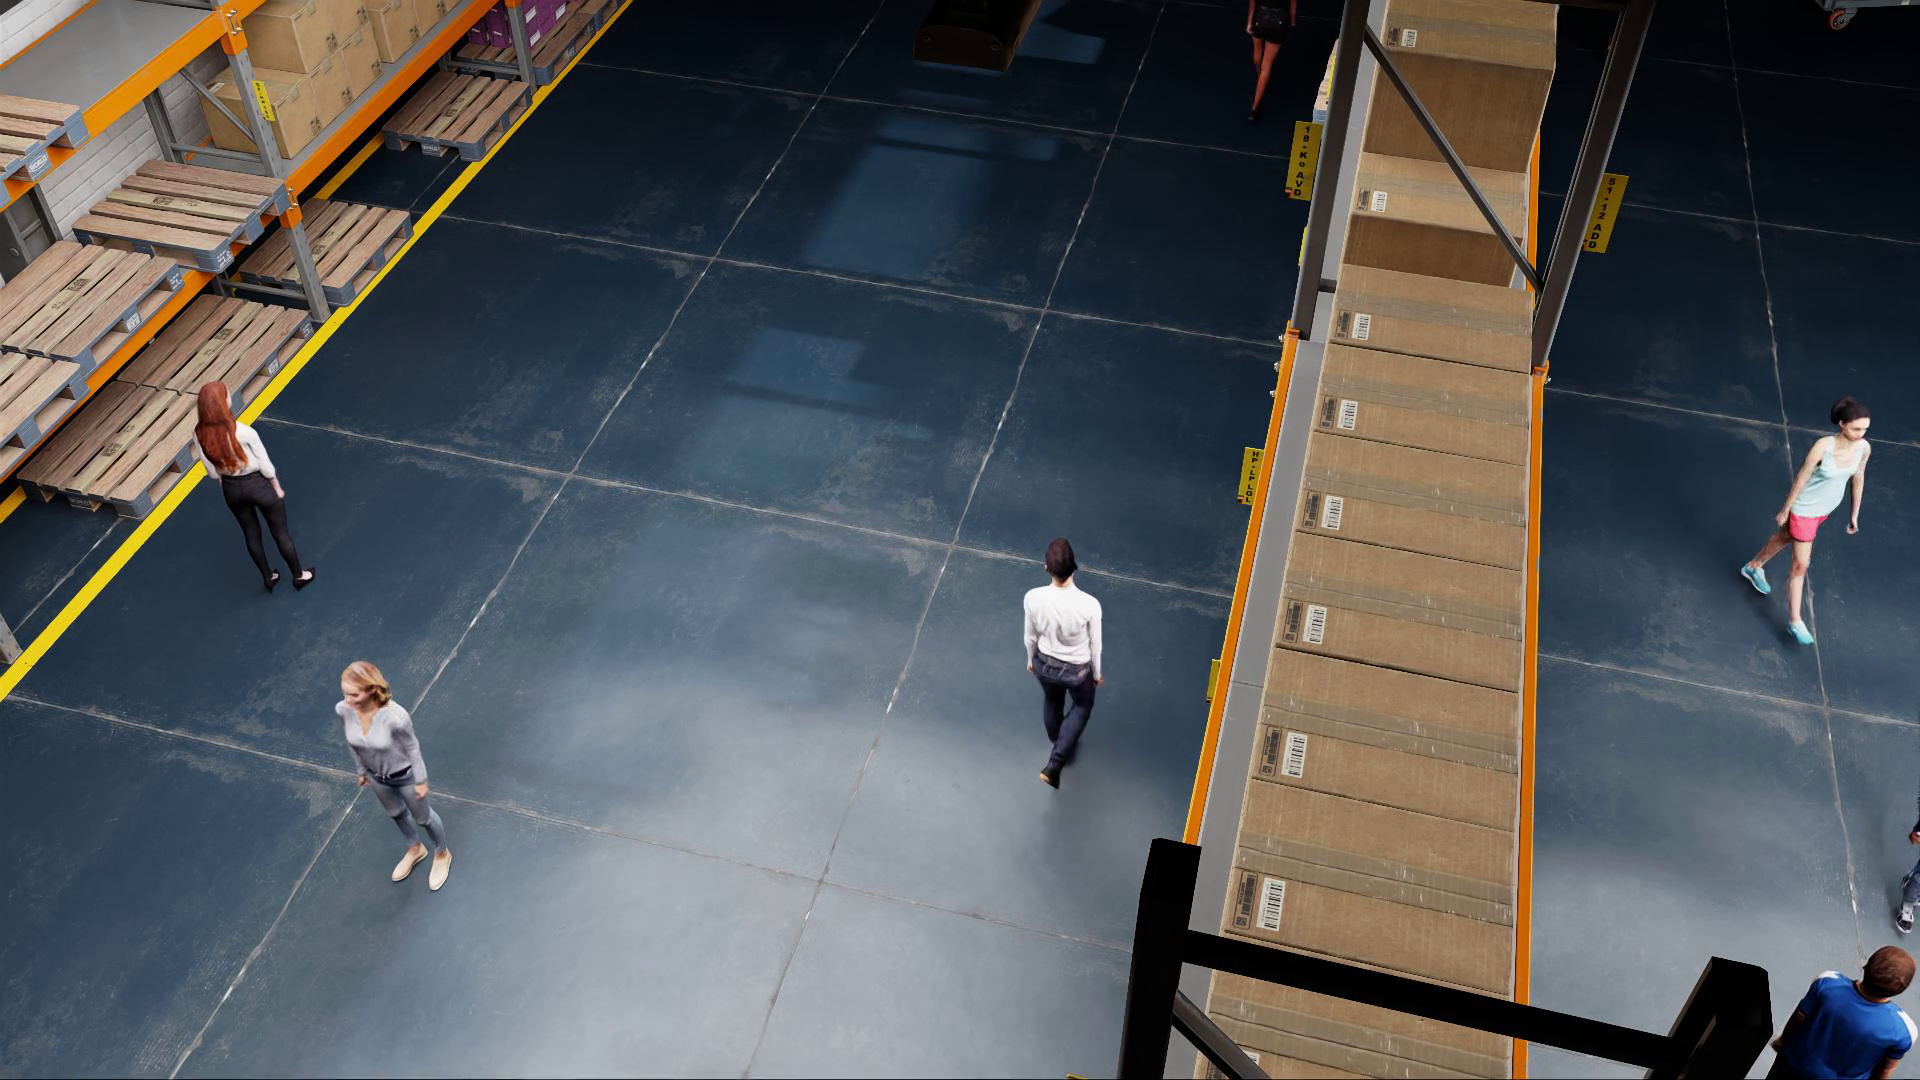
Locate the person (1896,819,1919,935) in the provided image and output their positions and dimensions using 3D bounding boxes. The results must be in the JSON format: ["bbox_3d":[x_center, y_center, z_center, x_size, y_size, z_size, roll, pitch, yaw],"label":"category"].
[{"bbox_3d":[5.626,1.657,9.467,0.543,1.209,0.666,7,44,7],"label":"person"}]

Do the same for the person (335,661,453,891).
[{"bbox_3d":[-3.198,1.317,9.398,0.580,1.796,0.491,11,45,11],"label":"person"}]

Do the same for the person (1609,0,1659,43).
[{"bbox_3d":[6.788,-5.523,16.687,0.685,1.647,1.031,7,44,7],"label":"person"}]

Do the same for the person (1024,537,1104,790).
[{"bbox_3d":[0.593,0.803,9.897,0.684,1.853,0.912,14,45,14],"label":"person"}]

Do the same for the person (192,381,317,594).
[{"bbox_3d":[-4.757,-0.327,11.149,0.639,1.762,0.585,0,44,0],"label":"person"}]

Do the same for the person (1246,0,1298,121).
[{"bbox_3d":[2.956,-4.865,15.974,0.674,1.678,1.223,14,45,14],"label":"person"}]

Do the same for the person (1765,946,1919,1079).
[{"bbox_3d":[4.192,2.541,8.063,0.724,1.866,0.708,28,50,26],"label":"person"}]

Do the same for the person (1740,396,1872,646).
[{"bbox_3d":[5.632,-0.255,11.095,0.937,1.731,1.173,-10,44,-10],"label":"person"}]
